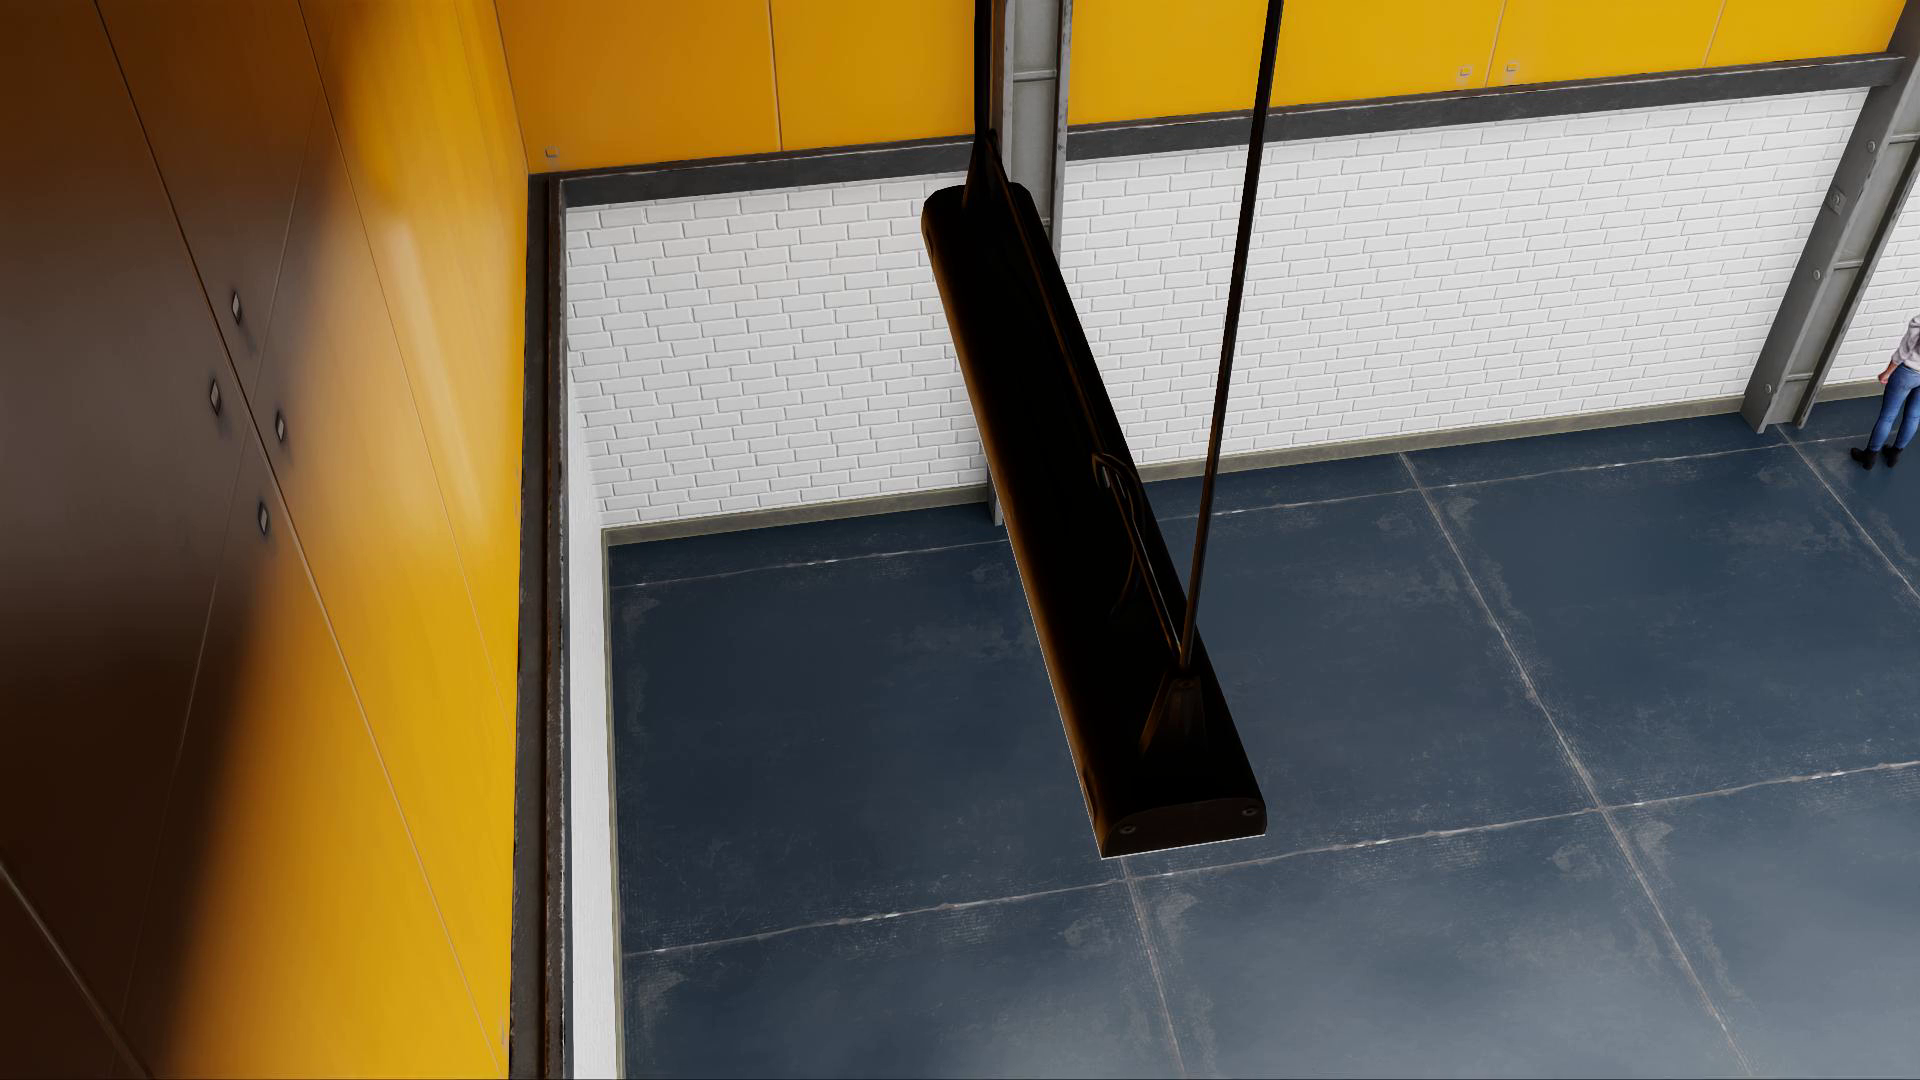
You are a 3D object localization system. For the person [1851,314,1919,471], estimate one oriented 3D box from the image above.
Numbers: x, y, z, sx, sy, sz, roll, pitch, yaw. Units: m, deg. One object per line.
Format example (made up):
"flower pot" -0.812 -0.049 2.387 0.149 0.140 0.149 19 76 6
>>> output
"person" 6.934 -1.194 12.048 0.470 1.633 0.676 -3 44 -4
